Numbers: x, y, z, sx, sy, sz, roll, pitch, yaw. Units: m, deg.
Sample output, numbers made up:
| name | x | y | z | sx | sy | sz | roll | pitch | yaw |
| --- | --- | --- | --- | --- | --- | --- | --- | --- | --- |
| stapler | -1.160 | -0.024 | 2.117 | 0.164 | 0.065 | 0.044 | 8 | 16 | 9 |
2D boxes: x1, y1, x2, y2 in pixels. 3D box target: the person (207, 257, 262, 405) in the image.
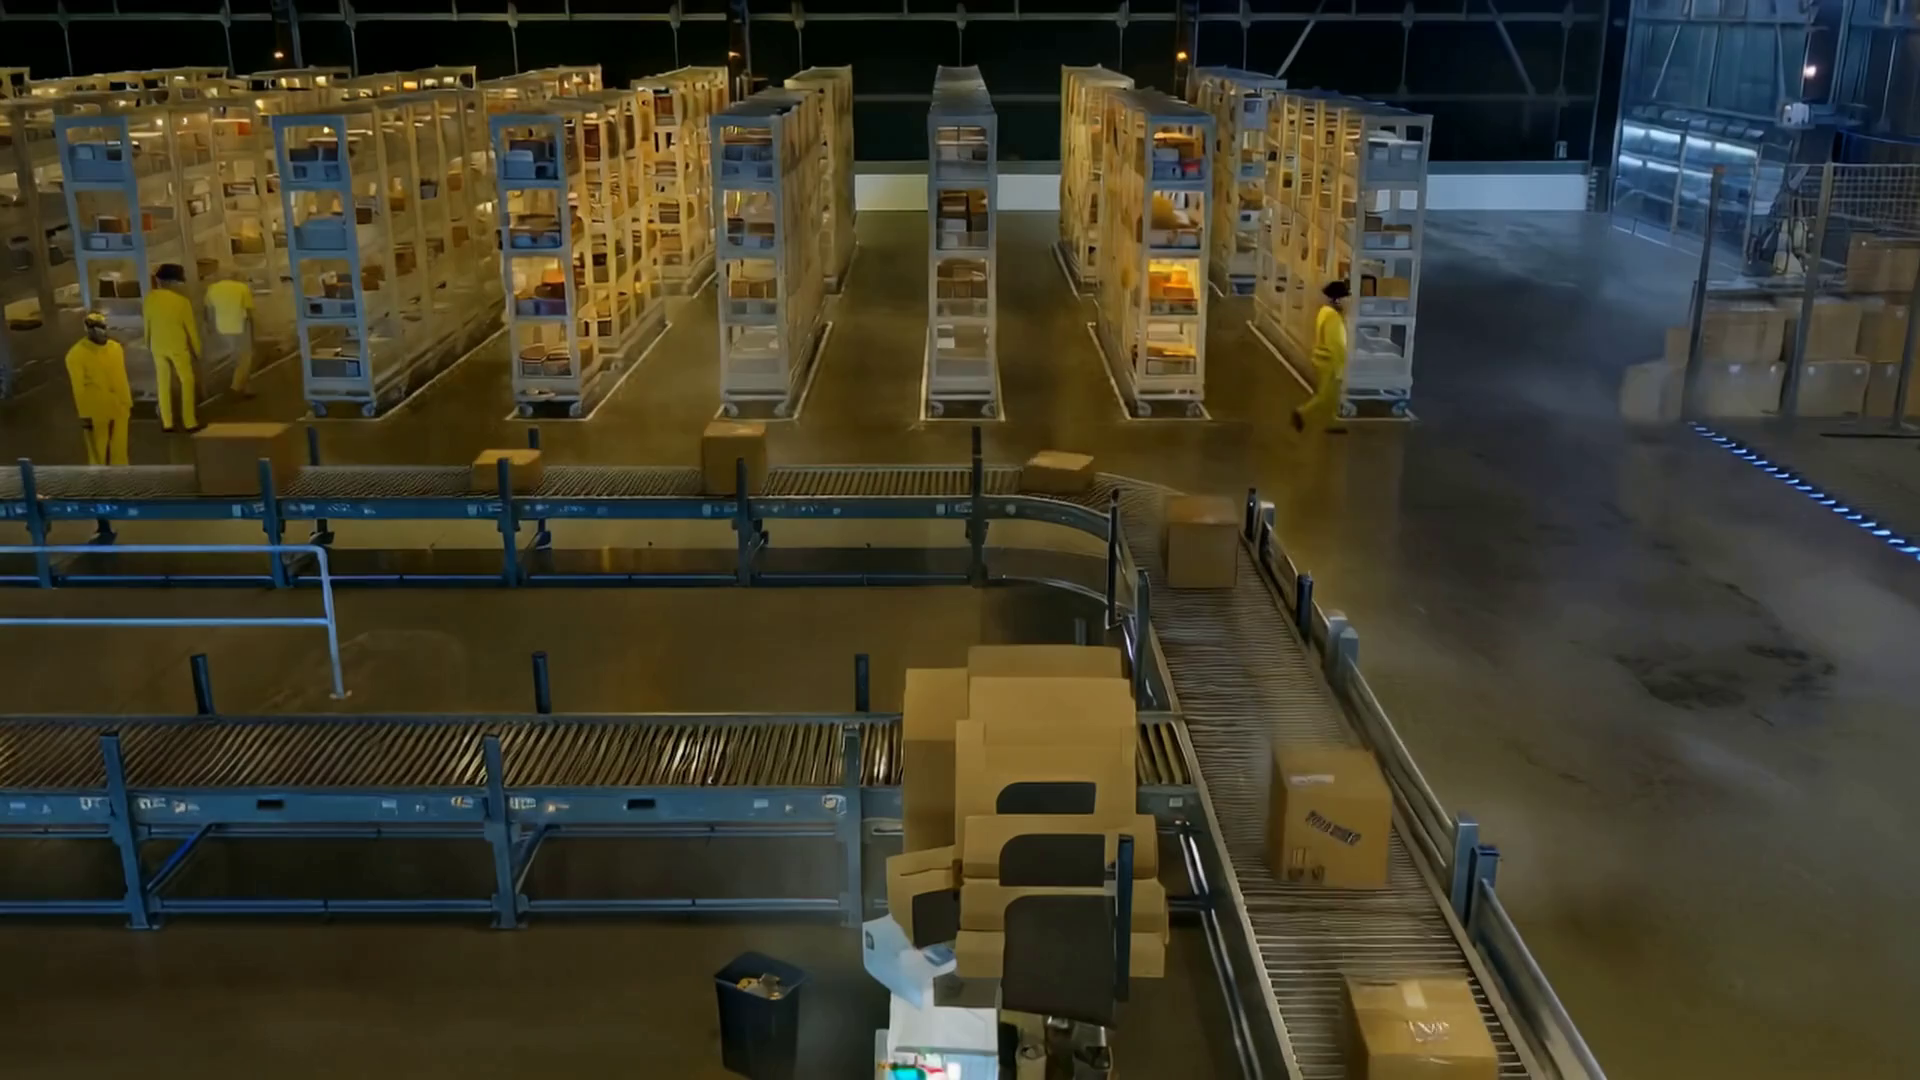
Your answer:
| name | x | y | z | sx | sy | sz | roll | pitch | yaw |
| --- | --- | --- | --- | --- | --- | --- | --- | --- | --- |
| person | -9.010 | -2.576 | 20.625 | 0.585 | 1.824 | 0.695 | 3 | 18 | 10 |

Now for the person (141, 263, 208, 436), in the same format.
| name | x | y | z | sx | sy | sz | roll | pitch | yaw |
| --- | --- | --- | --- | --- | --- | --- | --- | --- | --- |
| person | -9.080 | -2.200 | 19.227 | 0.631 | 1.980 | 0.444 | 2 | 18 | 6 |

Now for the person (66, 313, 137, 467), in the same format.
| name | x | y | z | sx | sy | sz | roll | pitch | yaw |
| --- | --- | --- | --- | --- | --- | --- | --- | --- | --- |
| person | -8.520 | -1.321 | 16.633 | 0.400 | 1.905 | 0.643 | 7 | 19 | 20 |

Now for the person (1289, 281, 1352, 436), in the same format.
| name | x | y | z | sx | sy | sz | roll | pitch | yaw |
| --- | --- | --- | --- | --- | --- | --- | --- | --- | --- |
| person | 4.179 | -2.068 | 19.065 | 0.624 | 1.815 | 0.604 | 2 | 18 | 5 |
